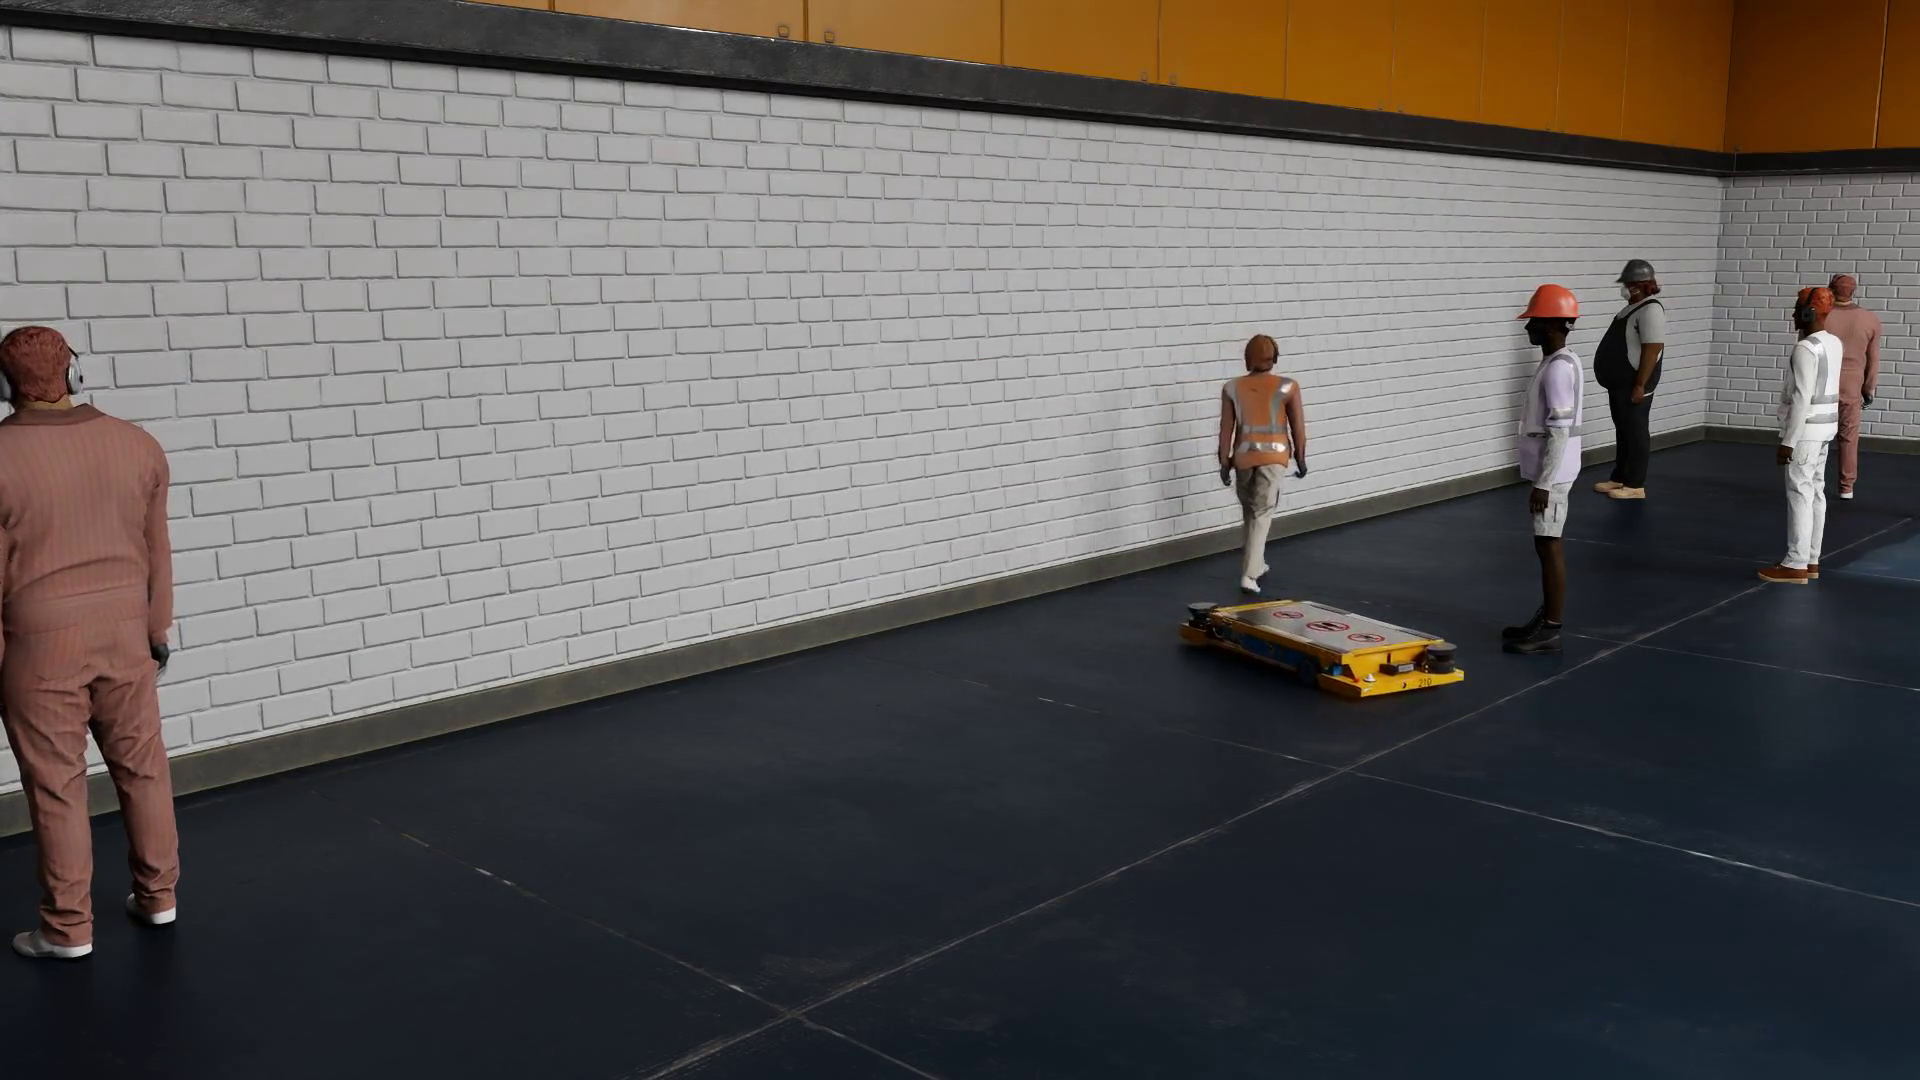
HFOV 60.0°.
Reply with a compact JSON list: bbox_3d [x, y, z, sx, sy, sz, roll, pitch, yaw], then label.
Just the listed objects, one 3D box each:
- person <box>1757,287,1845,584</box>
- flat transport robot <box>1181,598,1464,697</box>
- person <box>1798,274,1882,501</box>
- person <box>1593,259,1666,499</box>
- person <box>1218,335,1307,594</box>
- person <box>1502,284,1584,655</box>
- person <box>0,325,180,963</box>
[{"bbox_3d":[5.379,-0.661,10.597,0.356,1.883,0.574,10,14,43],"label":"person"},{"bbox_3d":[1.810,0.517,8.475,0.652,0.197,1.431,-5,11,-28],"label":"flat transport robot"},{"bbox_3d":[7.381,-1.282,14.063,0.653,1.906,0.408,2,10,14],"label":"person"},{"bbox_3d":[5.703,-1.378,14.228,0.538,2.000,0.684,1,10,5],"label":"person"},{"bbox_3d":[1.876,-0.479,10.395,0.514,1.595,0.873,6,12,30],"label":"person"},{"bbox_3d":[3.064,-0.361,8.726,0.360,1.939,0.543,4,11,20],"label":"person"},{"bbox_3d":[-2.688,0.313,5.001,0.400,1.902,0.643,7,12,34],"label":"person"}]
